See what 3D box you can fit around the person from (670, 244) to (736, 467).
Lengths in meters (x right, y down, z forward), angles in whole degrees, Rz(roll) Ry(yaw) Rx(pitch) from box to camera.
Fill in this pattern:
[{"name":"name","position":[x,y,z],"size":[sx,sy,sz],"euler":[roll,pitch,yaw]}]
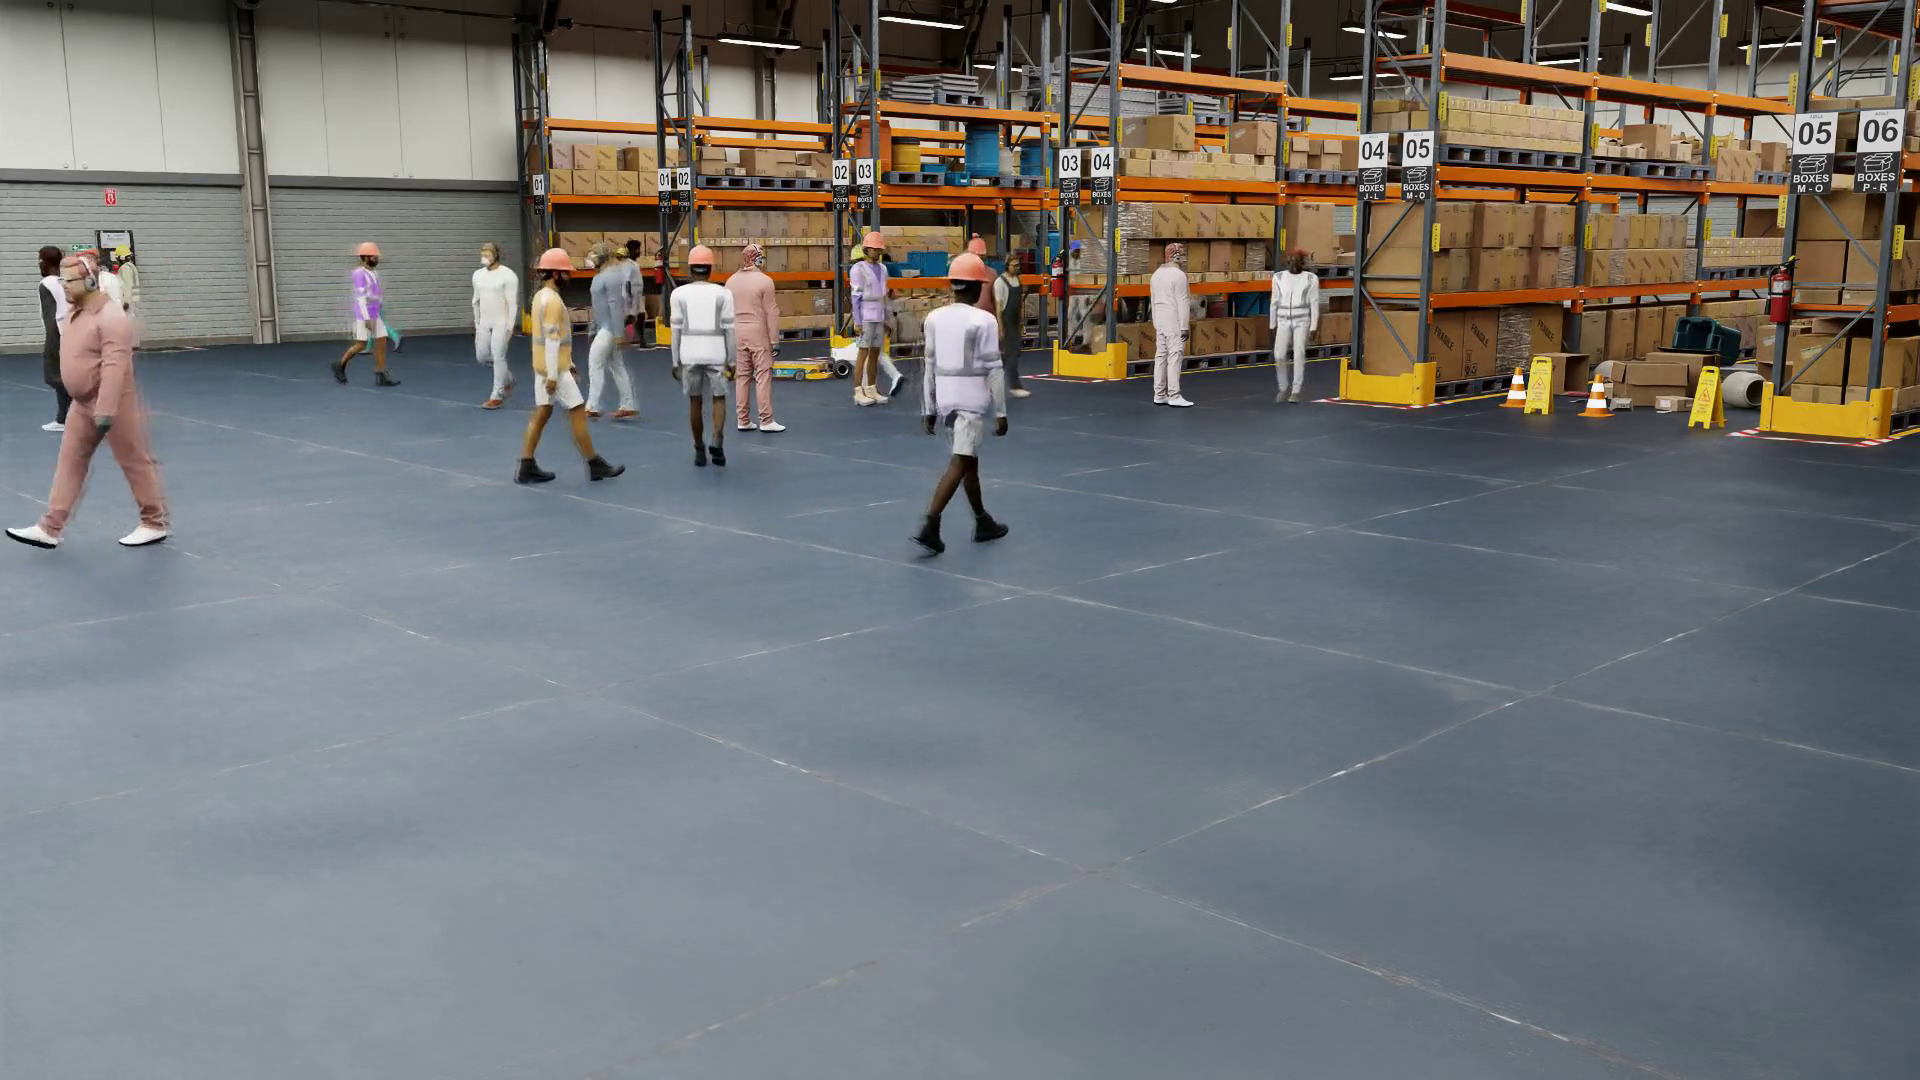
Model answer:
[{"name":"person","position":[-2.228,-1.587,14.403],"size":[0.562,1.931,0.578],"euler":[-1,10,-6]}]

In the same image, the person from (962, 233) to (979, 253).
[{"name":"person","position":[0.312,-5.951,37.867],"size":[0.380,2.045,0.605],"euler":[-10,14,-44]}]

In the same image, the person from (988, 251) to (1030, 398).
[{"name":"person","position":[0.546,-2.689,20.737],"size":[0.634,1.811,0.568],"euler":[7,13,34]}]

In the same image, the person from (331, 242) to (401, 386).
[{"name":"person","position":[-7.988,-3.017,22.217],"size":[0.830,1.917,0.538],"euler":[1,10,7]}]

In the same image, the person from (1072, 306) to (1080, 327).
[{"name":"person","position":[2.509,-5.460,36.317],"size":[0.514,1.621,0.434],"euler":[9,14,41]}]

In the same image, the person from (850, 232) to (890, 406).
[{"name":"person","position":[-1.033,-2.627,19.753],"size":[0.392,2.040,0.611],"euler":[7,13,34]}]

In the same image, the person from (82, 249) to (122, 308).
[{"name":"person","position":[-10.938,-2.787,21.194],"size":[0.581,1.847,0.951],"euler":[-1,10,-8]}]

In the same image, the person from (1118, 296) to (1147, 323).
[{"name":"person","position":[3.081,-4.512,30.254],"size":[0.904,1.966,0.620],"euler":[-9,14,-41]}]

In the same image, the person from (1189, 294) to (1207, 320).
[{"name":"person","position":[4.157,-4.384,29.961],"size":[0.753,1.821,0.636],"euler":[-8,13,-36]}]

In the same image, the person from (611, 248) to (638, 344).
[{"name":"person","position":[-6.248,-4.524,30.863],"size":[0.523,1.763,0.329],"euler":[1,10,6]}]

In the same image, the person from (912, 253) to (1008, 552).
[{"name":"person","position":[0.003,-0.883,10.660],"size":[0.560,1.895,0.983],"euler":[9,13,39]}]

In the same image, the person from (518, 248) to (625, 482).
[{"name":"person","position":[-3.245,-1.422,13.600],"size":[0.859,1.897,0.552],"euler":[-6,12,-28]}]

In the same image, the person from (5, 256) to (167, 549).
[{"name":"person","position":[-5.554,-0.844,10.521],"size":[0.659,1.854,0.982],"euler":[7,12,33]}]

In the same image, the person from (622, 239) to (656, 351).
[{"name":"person","position":[-5.801,-4.279,29.062],"size":[0.813,1.943,0.613],"euler":[1,10,3]}]

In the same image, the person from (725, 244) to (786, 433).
[{"name":"person","position":[-2.089,-2.061,17.033],"size":[0.643,1.909,0.410],"euler":[7,12,32]}]

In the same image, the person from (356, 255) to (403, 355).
[{"name":"person","position":[-9.939,-4.035,28.270],"size":[0.756,1.744,0.531],"euler":[-2,11,-13]}]

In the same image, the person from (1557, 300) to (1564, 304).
[{"name":"person","position":[11.532,-4.571,31.501],"size":[0.519,1.624,0.527],"euler":[9,14,40]}]

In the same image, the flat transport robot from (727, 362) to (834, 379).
[{"name":"flat transport robot","position":[-2.506,-2.401,23.465],"size":[1.431,0.197,0.652],"euler":[1,10,7]}]

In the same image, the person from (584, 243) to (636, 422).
[{"name":"person","position":[-3.915,-2.223,17.891],"size":[0.868,1.904,0.660],"euler":[-5,11,-24]}]

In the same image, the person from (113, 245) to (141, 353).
[{"name":"person","position":[-14.269,-4.126,28.491],"size":[0.404,1.831,0.601],"euler":[-4,11,-19]}]

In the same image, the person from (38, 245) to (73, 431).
[{"name":"person","position":[-9.203,-2.072,17.113],"size":[0.619,1.902,0.595],"euler":[0,10,0]}]

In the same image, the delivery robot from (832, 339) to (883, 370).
[{"name":"delivery robot","position":[-1.456,-2.624,23.649],"size":[0.707,0.478,0.477],"euler":[-1,10,-8]}]

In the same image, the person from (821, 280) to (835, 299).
[{"name":"person","position":[-2.841,-5.616,36.331],"size":[0.359,1.938,0.632],"euler":[-8,13,-37]}]

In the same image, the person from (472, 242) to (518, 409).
[{"name":"person","position":[-5.419,-2.514,19.457],"size":[0.653,1.924,0.655],"euler":[5,11,24]}]

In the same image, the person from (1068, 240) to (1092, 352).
[{"name":"person","position":[1.976,-4.172,28.509],"size":[0.779,1.912,0.640],"euler":[-10,14,-43]}]

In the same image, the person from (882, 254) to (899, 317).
[{"name":"person","position":[-1.419,-4.598,31.551],"size":[0.860,1.644,0.551],"euler":[-7,13,-34]}]

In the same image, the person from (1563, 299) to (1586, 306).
[{"name":"person","position":[9.983,-3.782,26.987],"size":[0.322,1.696,0.534],"euler":[-2,11,-13]}]

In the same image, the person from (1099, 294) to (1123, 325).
[{"name":"person","position":[3.137,-5.211,34.295],"size":[0.562,1.913,0.842],"euler":[10,14,43]}]

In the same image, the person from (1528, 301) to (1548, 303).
[{"name":"person","position":[9.594,-3.944,27.635],"size":[0.695,1.787,0.638],"euler":[-3,11,-16]}]

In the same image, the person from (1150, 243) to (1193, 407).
[{"name":"person","position":[2.512,-2.529,19.585],"size":[0.409,1.907,0.651],"euler":[-5,12,-27]}]

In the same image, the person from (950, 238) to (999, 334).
[{"name":"person","position":[0.174,-2.782,20.786],"size":[0.647,1.970,0.602],"euler":[-4,11,-22]}]

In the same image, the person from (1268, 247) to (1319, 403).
[{"name":"person","position":[3.980,-2.565,19.903],"size":[0.625,1.859,0.593],"euler":[5,11,24]}]

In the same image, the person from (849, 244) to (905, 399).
[{"name":"person","position":[-1.032,-2.625,20.132],"size":[0.691,1.896,0.626],"euler":[9,14,39]}]
